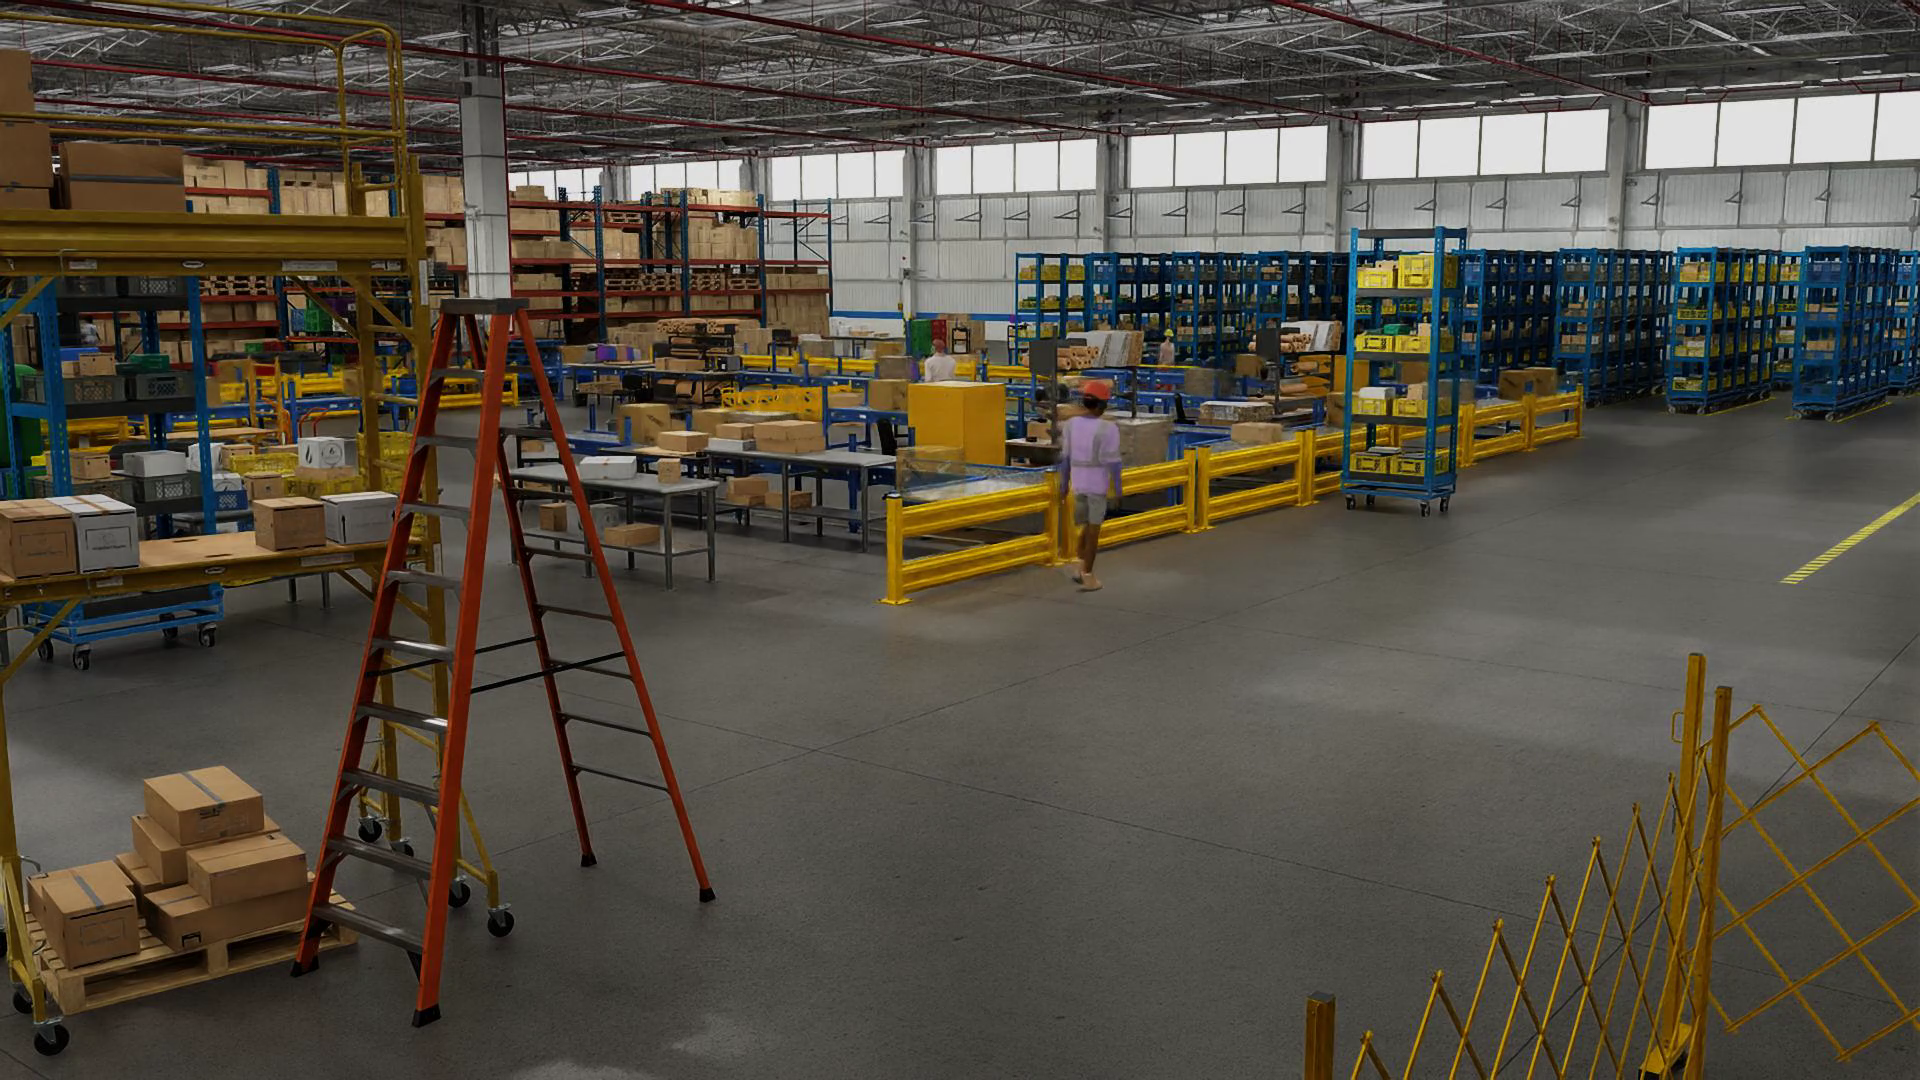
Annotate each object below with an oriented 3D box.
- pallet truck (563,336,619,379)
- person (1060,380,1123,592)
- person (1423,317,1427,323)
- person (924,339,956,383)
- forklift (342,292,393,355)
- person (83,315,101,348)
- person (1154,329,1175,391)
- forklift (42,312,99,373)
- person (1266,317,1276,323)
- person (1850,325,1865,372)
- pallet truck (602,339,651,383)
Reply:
[{"bbox_3d":[-10.690,-5.294,48.215,1.601,1.201,0.680,-5,10,-26],"label":"pallet truck"},{"bbox_3d":[1.280,-0.510,15.862,0.646,2.027,0.478,8,12,41],"label":"person"},{"bbox_3d":[13.145,-5.395,46.957,0.586,1.835,0.403,1,9,6],"label":"person"},{"bbox_3d":[-0.377,-2.511,28.724,0.643,1.911,0.411,-7,12,-38],"label":"person"},{"bbox_3d":[-16.485,-5.622,45.120,1.129,2.768,1.873,7,11,37],"label":"forklift"},{"bbox_3d":[-28.651,-6.577,54.850,0.530,1.663,0.769,5,10,28],"label":"person"},{"bbox_3d":[4.868,-4.143,39.443,0.779,1.742,0.527,8,12,40],"label":"person"},{"bbox_3d":[-23.779,-5.451,44.052,1.873,2.768,1.129,7,11,36],"label":"forklift"},{"bbox_3d":[9.215,-5.786,48.901,0.612,1.995,0.382,-4,10,-26],"label":"person"},{"bbox_3d":[21.486,-4.270,39.939,0.430,1.830,0.596,7,12,38],"label":"person"},{"bbox_3d":[-8.991,-4.871,45.351,0.653,1.274,1.630,7,11,37],"label":"pallet truck"}]
